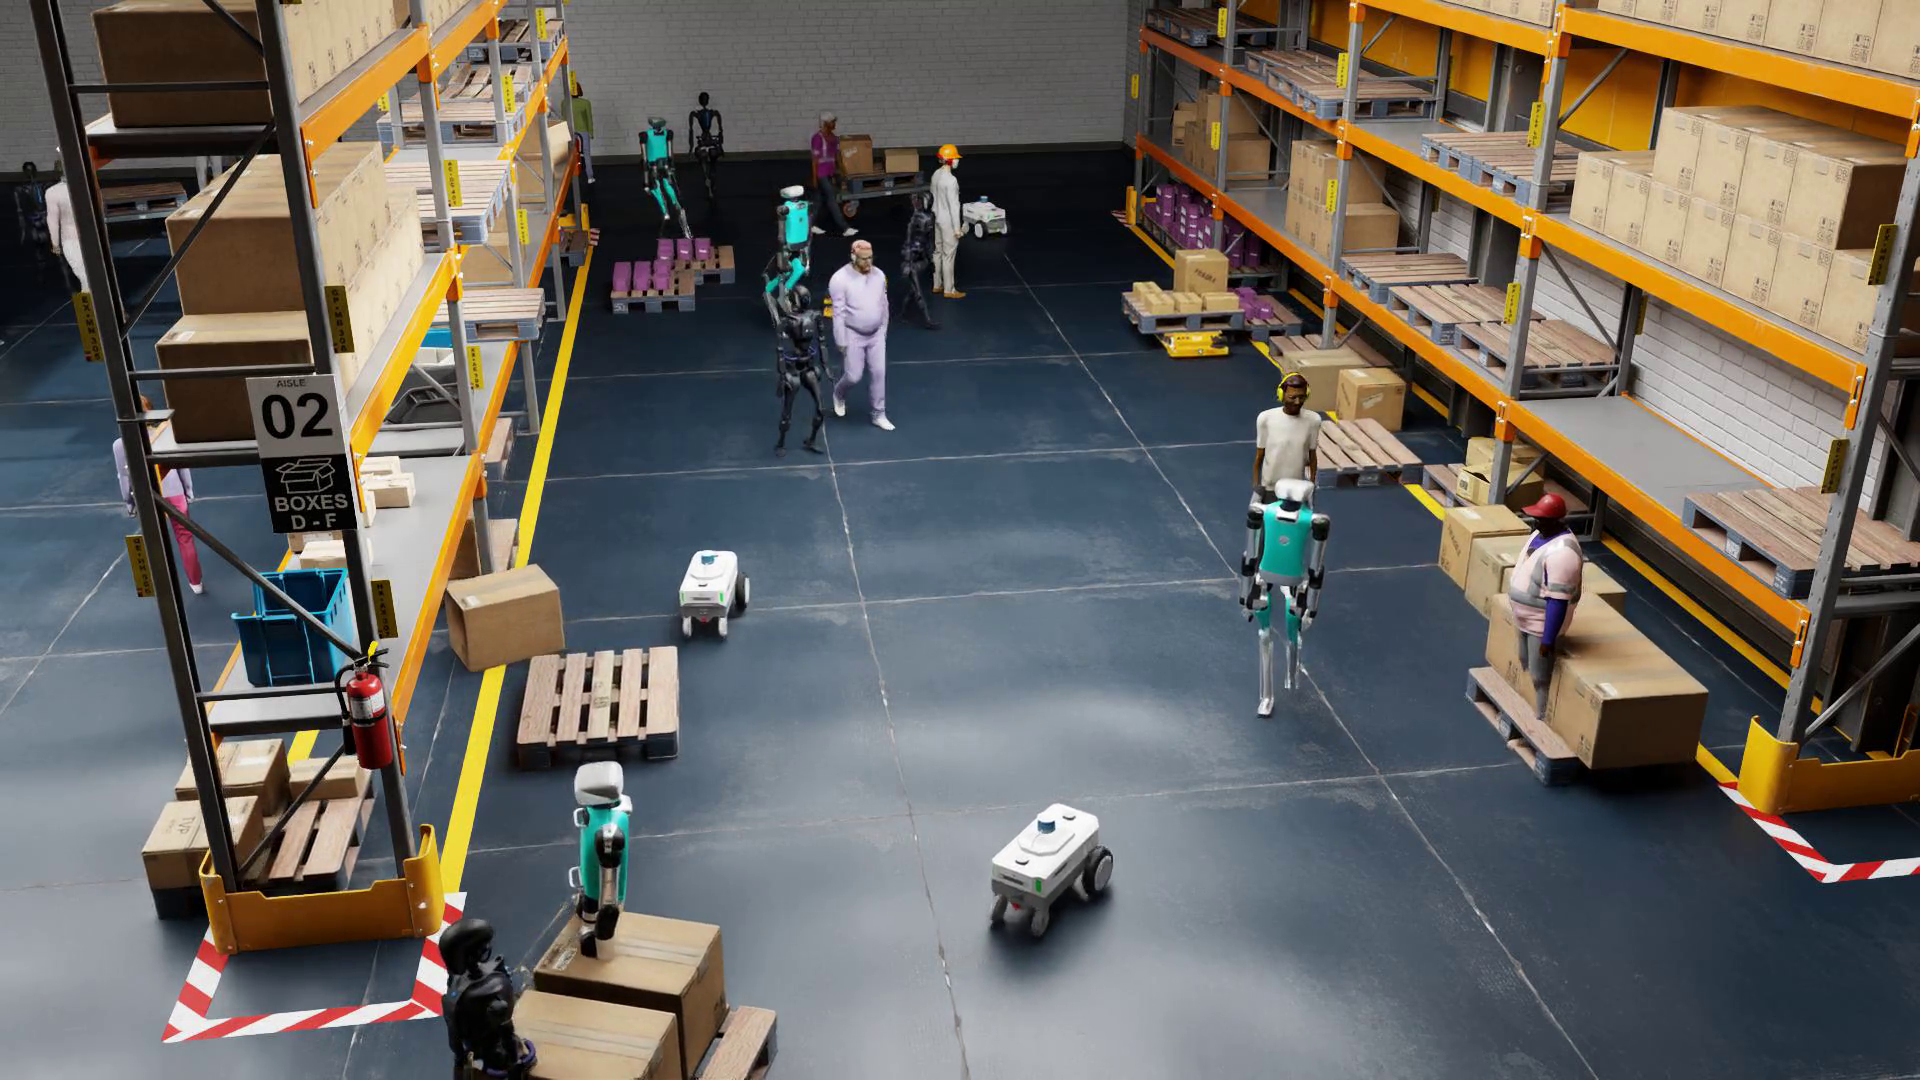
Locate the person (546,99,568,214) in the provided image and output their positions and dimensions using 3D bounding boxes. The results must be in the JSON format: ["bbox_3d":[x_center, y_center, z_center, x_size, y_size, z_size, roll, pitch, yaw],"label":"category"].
[{"bbox_3d":[-6.193,-5.704,24.841,0.576,1.733,0.535,15,28,30],"label":"person"}]

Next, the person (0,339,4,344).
[{"bbox_3d":[-11.179,-3.017,18.702,0.332,1.749,0.573,15,28,30],"label":"person"}]

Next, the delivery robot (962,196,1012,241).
[{"bbox_3d":[0.355,-4.606,23.831,0.524,0.608,0.779,-14,27,-29],"label":"delivery robot"}]

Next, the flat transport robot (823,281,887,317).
[{"bbox_3d":[-1.286,-3.017,20.551,0.659,0.231,1.431,1,24,2],"label":"flat transport robot"}]

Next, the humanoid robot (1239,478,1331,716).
[{"bbox_3d":[2.164,0.392,11.091,0.549,1.893,0.785,8,25,18],"label":"humanoid robot"}]

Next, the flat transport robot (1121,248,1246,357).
[{"bbox_3d":[2.576,-2.408,19.163,0.659,0.231,1.431,-3,24,-8],"label":"flat transport robot"}]

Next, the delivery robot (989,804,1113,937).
[{"bbox_3d":[0.483,1.785,9.253,0.499,0.593,0.789,15,28,30],"label":"delivery robot"}]

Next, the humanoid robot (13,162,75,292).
[{"bbox_3d":[-11.553,-3.954,20.989,0.783,1.621,0.610,21,31,39],"label":"humanoid robot"}]

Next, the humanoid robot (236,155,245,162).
[{"bbox_3d":[-9.243,-4.486,22.066,0.538,1.738,0.978,-14,27,-28],"label":"humanoid robot"}]

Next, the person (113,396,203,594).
[{"bbox_3d":[-6.126,-0.321,12.718,0.498,1.629,0.287,-15,28,-31],"label":"person"}]

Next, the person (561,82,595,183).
[{"bbox_3d":[-6.219,-6.639,27.116,0.495,1.626,0.285,0,24,-1],"label":"person"}]

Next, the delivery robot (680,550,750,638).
[{"bbox_3d":[-1.877,0.369,12.505,0.499,0.614,0.817,0,24,1],"label":"delivery robot"}]

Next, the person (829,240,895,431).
[{"bbox_3d":[-0.974,-2.014,16.258,0.671,1.884,0.648,-16,28,-32],"label":"person"}]

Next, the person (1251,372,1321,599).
[{"bbox_3d":[2.452,-0.382,12.584,0.493,1.857,0.328,0,24,-1],"label":"person"}]

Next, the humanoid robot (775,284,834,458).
[{"bbox_3d":[-1.481,-1.591,15.547,0.601,1.645,0.347,-19,30,-36],"label":"humanoid robot"}]

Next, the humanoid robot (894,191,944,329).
[{"bbox_3d":[-0.484,-3.281,19.453,0.742,1.616,0.589,13,27,28],"label":"humanoid robot"}]

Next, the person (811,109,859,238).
[{"bbox_3d":[-1.823,-5.194,23.598,0.975,1.792,0.551,10,26,22],"label":"person"}]

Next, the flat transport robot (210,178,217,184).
[{"bbox_3d":[-10.452,-4.918,24.881,1.431,0.231,0.659,-1,24,-2],"label":"flat transport robot"}]

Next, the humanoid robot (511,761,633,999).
[{"bbox_3d":[-1.813,1.841,7.607,0.735,1.747,0.532,-7,25,-15],"label":"humanoid robot"}]

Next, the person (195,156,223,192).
[{"bbox_3d":[-11.613,-6.116,25.655,0.429,1.841,0.633,19,30,36],"label":"person"}]

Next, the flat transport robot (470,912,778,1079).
[{"bbox_3d":[-1.485,2.702,7.523,1.431,0.231,0.659,5,24,12],"label":"flat transport robot"}]

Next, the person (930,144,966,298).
[{"bbox_3d":[-0.157,-3.967,20.696,0.364,1.893,0.587,-13,27,-28],"label":"person"}]

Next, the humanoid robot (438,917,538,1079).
[{"bbox_3d":[-1.925,2.229,6.846,0.328,1.645,0.584,-21,31,-39],"label":"humanoid robot"}]

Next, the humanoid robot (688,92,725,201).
[{"bbox_3d":[-3.975,-6.148,25.981,0.598,1.632,0.794,-12,26,-25],"label":"humanoid robot"}]

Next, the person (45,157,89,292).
[{"bbox_3d":[-10.517,-3.624,19.905,0.897,1.908,0.638,13,27,26],"label":"person"}]

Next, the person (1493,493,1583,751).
[{"bbox_3d":[3.709,0.515,10.675,0.418,1.745,0.599,0,24,1],"label":"person"}]

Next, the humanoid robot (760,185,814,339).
[{"bbox_3d":[-2.036,-3.202,19.146,0.663,1.793,0.538,18,30,36],"label":"humanoid robot"}]

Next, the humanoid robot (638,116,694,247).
[{"bbox_3d":[-4.013,-4.925,23.125,0.557,1.816,0.900,-20,31,-38],"label":"humanoid robot"}]
